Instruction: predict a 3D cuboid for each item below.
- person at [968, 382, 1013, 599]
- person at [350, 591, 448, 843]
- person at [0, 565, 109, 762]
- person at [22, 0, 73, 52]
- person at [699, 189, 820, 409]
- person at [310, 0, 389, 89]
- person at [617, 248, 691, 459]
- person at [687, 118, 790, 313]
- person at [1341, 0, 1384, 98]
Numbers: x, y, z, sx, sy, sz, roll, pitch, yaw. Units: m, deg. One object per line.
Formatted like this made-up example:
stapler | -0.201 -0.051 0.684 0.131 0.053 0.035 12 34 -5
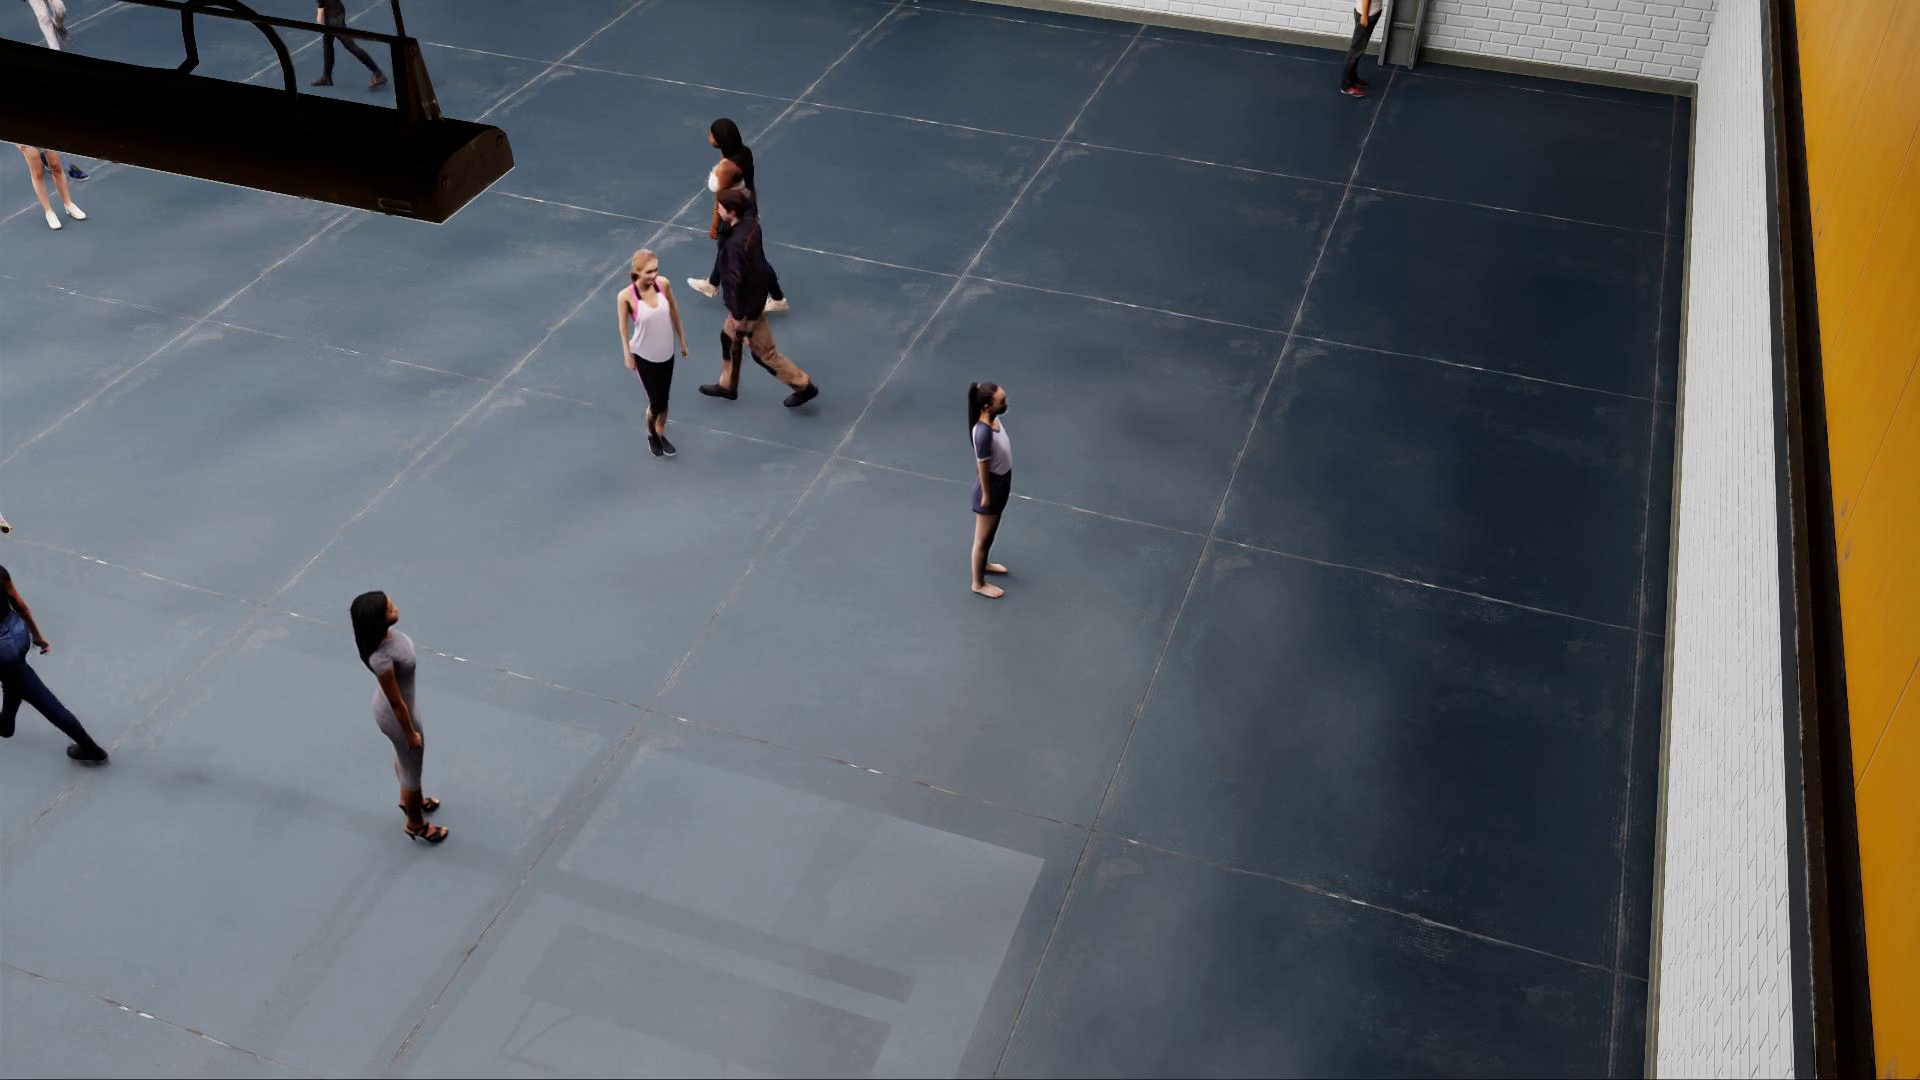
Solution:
person | 0.182 -0.361 11.264 0.588 1.650 0.637 5 39 6
person | -3.197 1.007 9.450 0.727 1.776 0.674 -14 41 -17
person | -5.573 0.709 9.896 1.160 1.686 0.653 9 40 11
person | -10.321 -6.253 18.528 0.906 1.792 1.008 -25 45 -28
person | -1.556 -1.814 12.896 1.314 1.884 0.939 2 39 3
person | -6.634 -5.603 17.861 1.132 1.608 0.944 -8 39 -9
person | -2.347 -1.434 12.511 0.714 1.772 0.740 -25 45 -28
person | -1.777 -2.687 14.094 1.205 1.753 0.785 6 39 8
person | 4.352 -5.687 17.812 0.525 1.801 0.642 14 41 17
